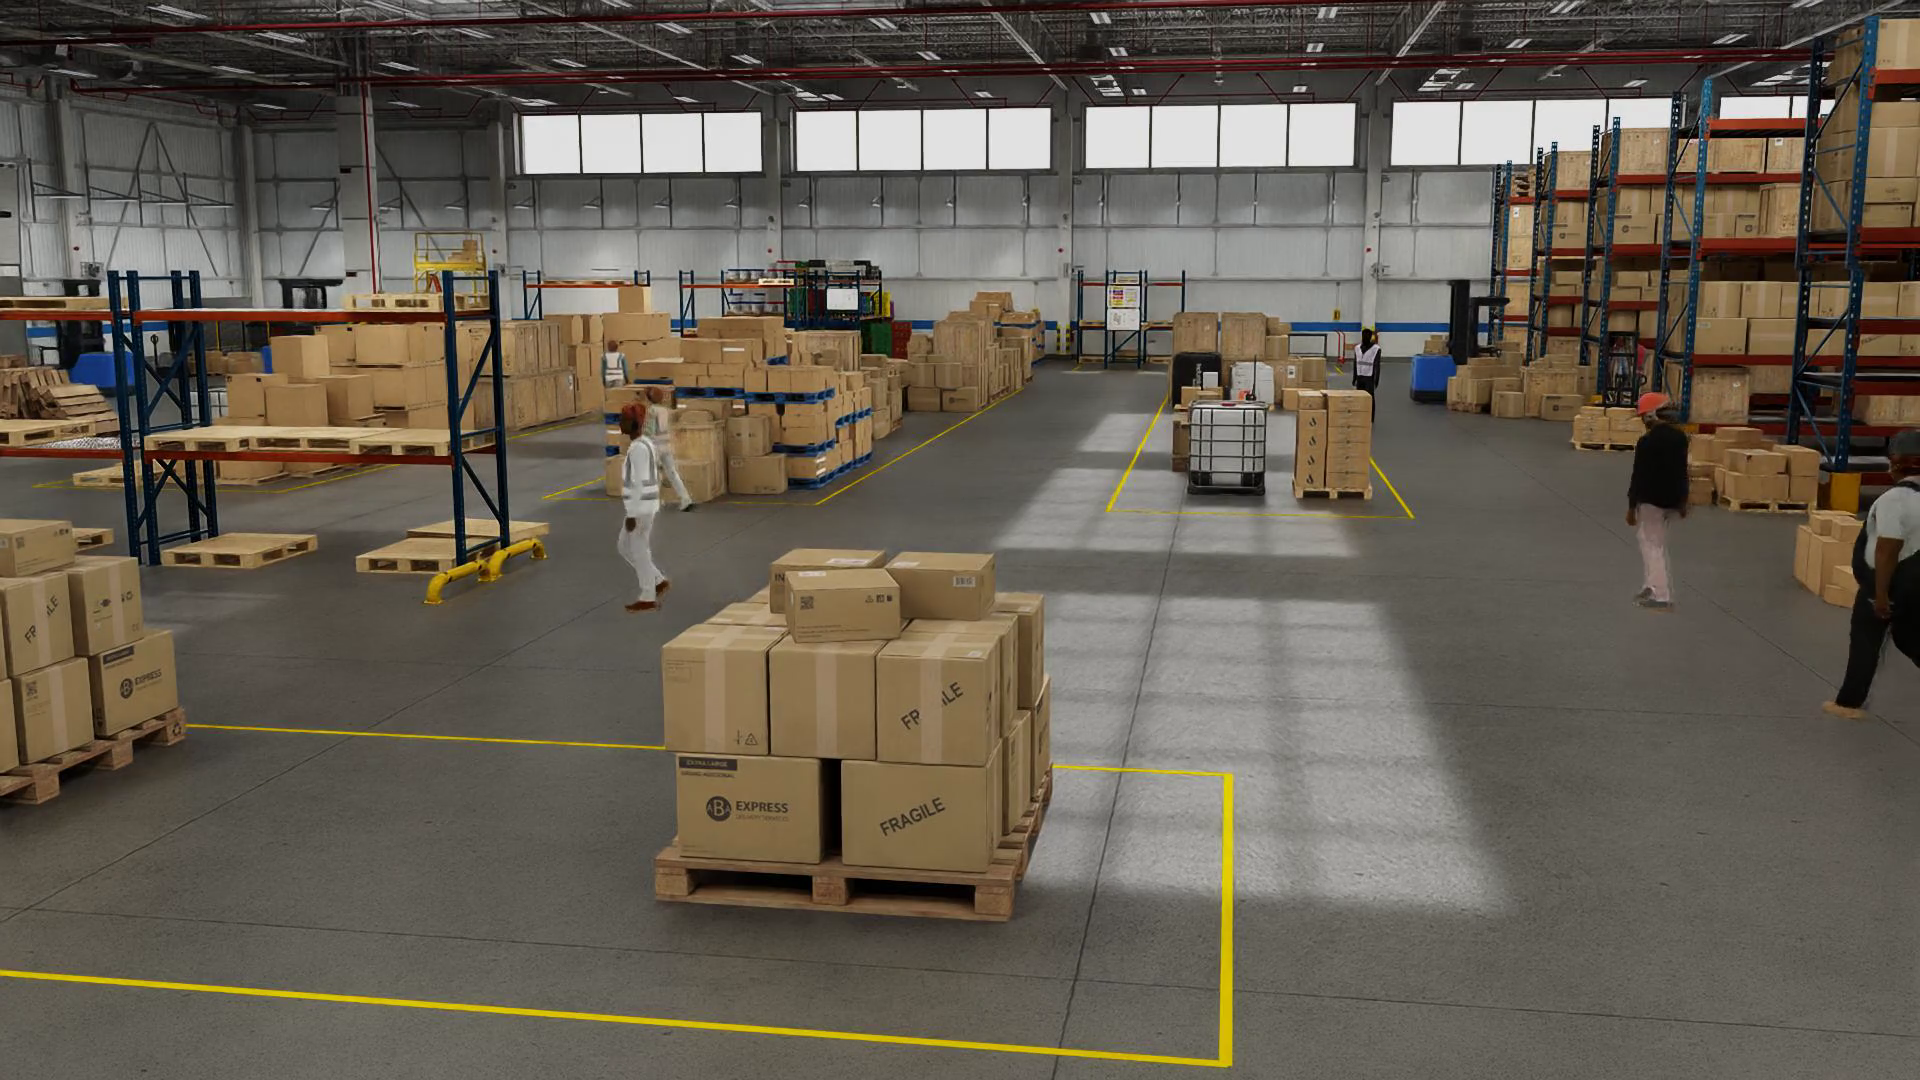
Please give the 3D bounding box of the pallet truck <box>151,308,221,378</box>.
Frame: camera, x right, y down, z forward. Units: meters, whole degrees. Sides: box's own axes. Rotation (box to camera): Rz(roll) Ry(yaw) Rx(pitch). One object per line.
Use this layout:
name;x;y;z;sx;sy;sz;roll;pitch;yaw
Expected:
pallet truck;-21.869;-5.598;47.154;0.823;1.965;1.885;4;10;26

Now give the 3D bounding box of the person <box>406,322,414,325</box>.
person;-12.000;-3.830;36.485;0.641;1.924;0.615;3;10;18

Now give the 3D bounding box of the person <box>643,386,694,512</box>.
person;-3.746;-1.134;20.868;0.868;1.597;0.515;4;10;22

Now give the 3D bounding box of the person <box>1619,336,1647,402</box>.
person;13.052;-3.125;32.381;0.634;1.842;0.429;-6;11;-31

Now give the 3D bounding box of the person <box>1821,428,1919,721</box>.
person;6.271;0.245;10.988;0.684;2.000;0.860;-5;10;-26

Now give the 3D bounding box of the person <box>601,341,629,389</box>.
person;-7.103;-3.299;34.231;0.515;1.590;0.878;1;9;4

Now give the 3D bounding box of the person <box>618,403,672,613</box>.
person;-2.863;-0.275;14.738;0.404;1.871;0.584;-2;9;-12

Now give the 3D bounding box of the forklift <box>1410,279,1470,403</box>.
forklift;11.309;-4.533;37.872;1.873;2.768;1.129;1;9;9

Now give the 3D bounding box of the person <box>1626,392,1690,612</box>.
person;6.233;-0.342;14.907;0.677;1.939;0.618;-6;11;-32

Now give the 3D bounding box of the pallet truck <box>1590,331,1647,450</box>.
pallet truck;11.253;-2.573;28.499;0.823;1.965;1.885;5;10;27

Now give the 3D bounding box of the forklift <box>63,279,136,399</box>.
forklift;-20.561;-4.745;39.179;1.873;2.768;1.129;1;9;9

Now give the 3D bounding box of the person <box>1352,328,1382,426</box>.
person;7.937;-3.169;32.461;0.397;1.911;0.587;-8;12;-40

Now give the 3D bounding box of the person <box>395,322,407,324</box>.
person;-13.716;-4.493;40.678;0.667;1.894;0.540;8;12;42

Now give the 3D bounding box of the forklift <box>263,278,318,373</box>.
forklift;-16.879;-5.303;42.619;1.873;2.768;1.129;5;10;28
